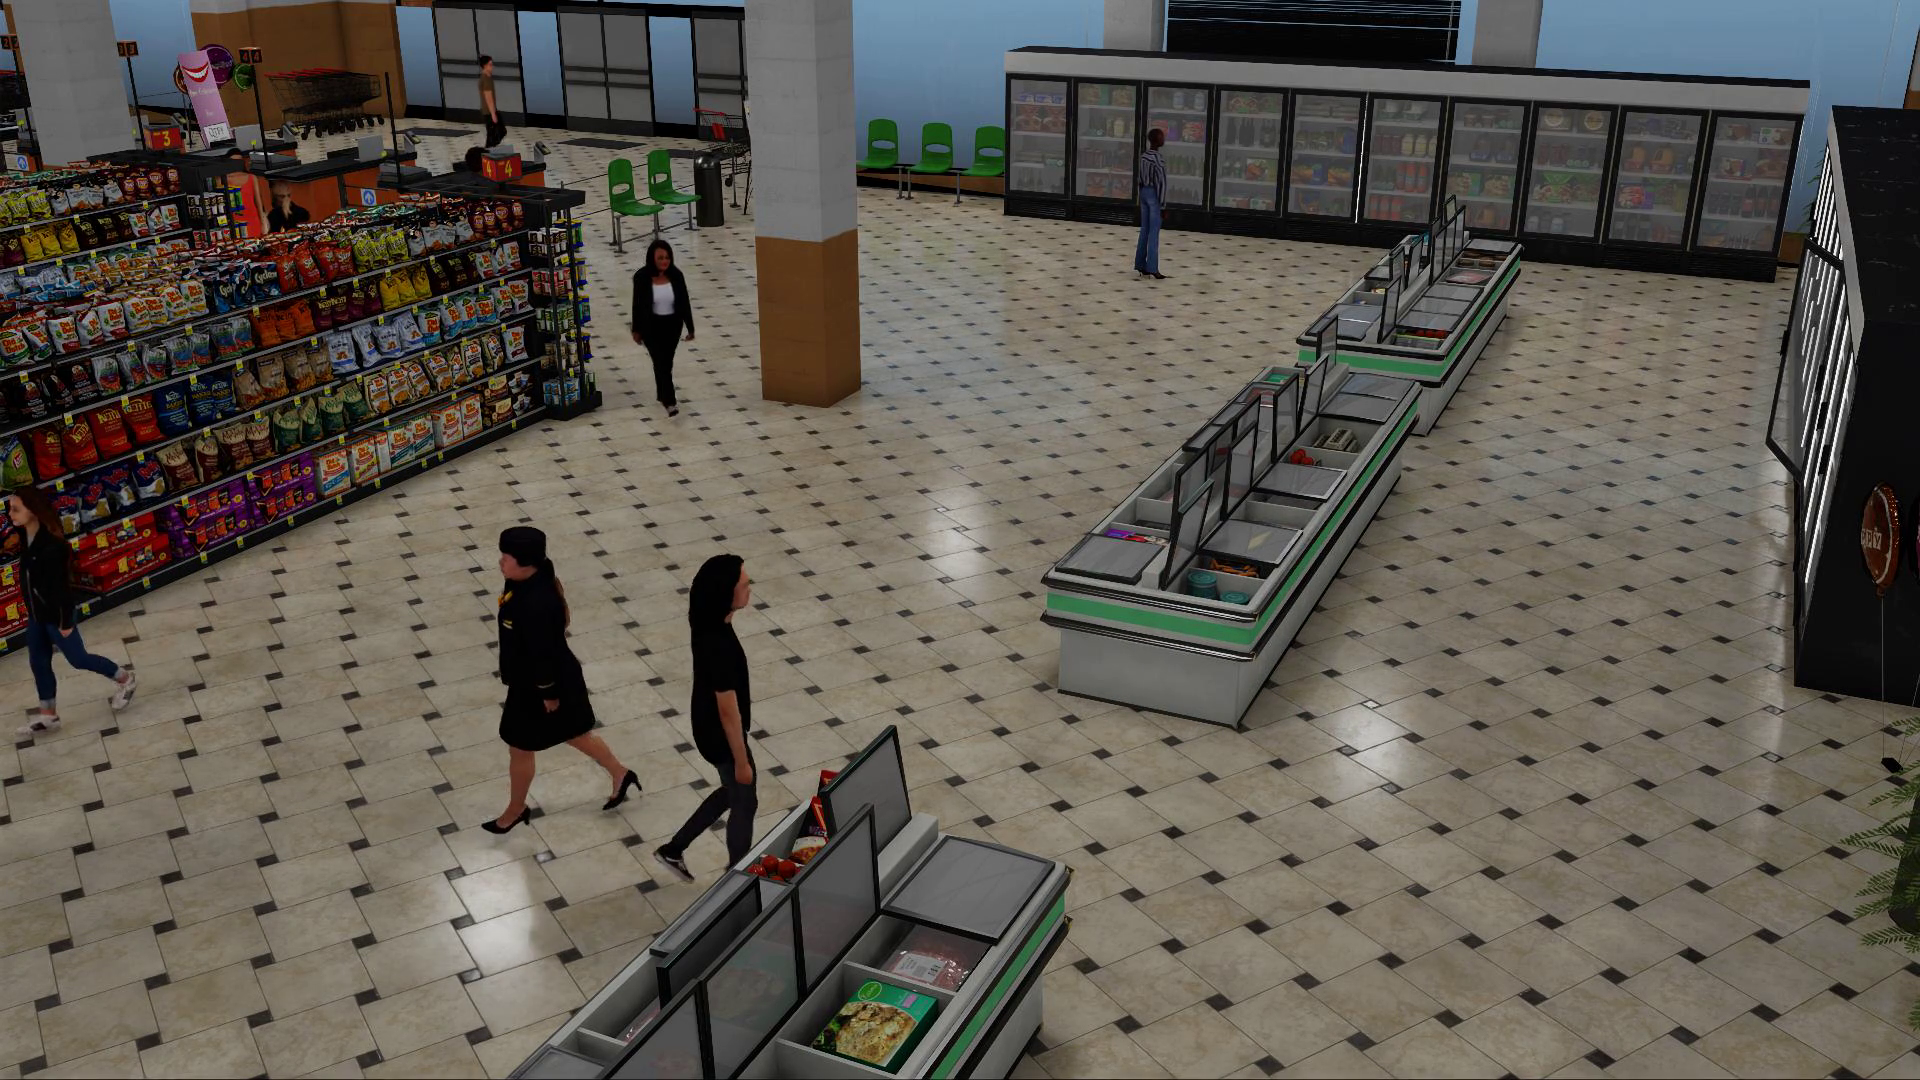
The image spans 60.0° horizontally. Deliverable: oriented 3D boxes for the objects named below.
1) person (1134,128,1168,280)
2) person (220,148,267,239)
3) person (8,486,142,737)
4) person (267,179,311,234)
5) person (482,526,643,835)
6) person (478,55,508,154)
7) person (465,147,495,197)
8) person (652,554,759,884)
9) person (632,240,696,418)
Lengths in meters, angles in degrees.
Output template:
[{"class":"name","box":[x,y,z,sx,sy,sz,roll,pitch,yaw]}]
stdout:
[{"class":"person","box":[2.331,-4.080,20.172,0.745,1.795,0.713,-11,24,-25]},{"class":"person","box":[-8.273,-3.661,19.232,0.650,1.718,0.728,-10,24,-24]},{"class":"person","box":[-5.112,0.388,9.505,0.695,1.457,0.981,16,27,34]},{"class":"person","box":[-6.769,-2.745,16.955,1.102,1.717,1.143,-9,23,-20]},{"class":"person","box":[-2.028,0.719,8.441,1.110,1.637,1.117,-4,22,-10]},{"class":"person","box":[-7.872,-7.072,27.559,0.855,1.839,0.760,-4,22,-9]},{"class":"person","box":[-5.545,-3.697,19.334,0.699,1.708,0.644,-8,23,-20]},{"class":"person","box":[-1.177,0.911,7.727,0.972,1.812,0.914,-8,23,-19]},{"class":"person","box":[-2.753,-1.943,15.151,1.092,1.572,1.078,-13,25,-29]}]
